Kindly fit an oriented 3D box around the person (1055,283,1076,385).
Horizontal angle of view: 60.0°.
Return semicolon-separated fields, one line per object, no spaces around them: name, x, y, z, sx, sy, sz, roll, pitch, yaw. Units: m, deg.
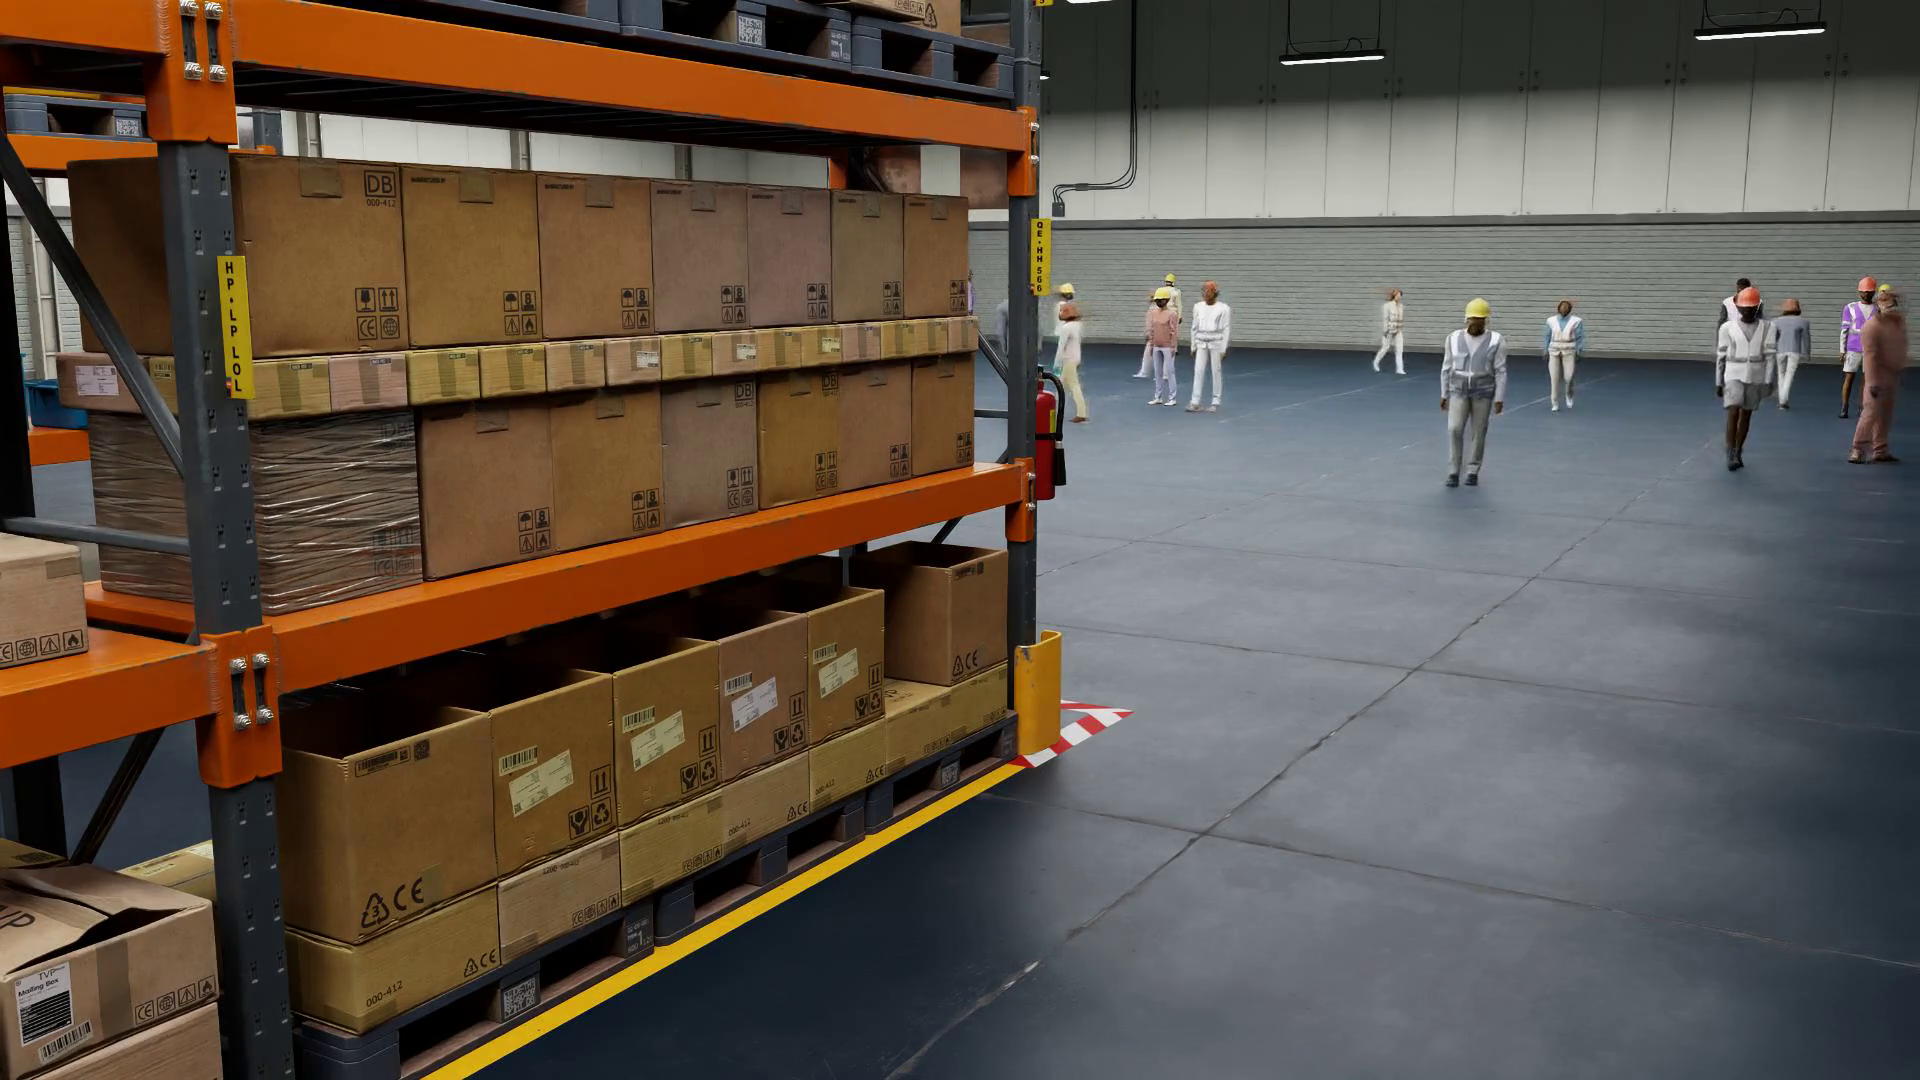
person;1.837;-3.535;28.644;0.364;1.754;0.544;1;10;4

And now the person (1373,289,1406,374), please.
person;8.217;-3.975;31.663;0.520;1.615;0.745;-4;11;-23

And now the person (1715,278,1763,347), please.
person;12.216;-3.160;26.138;0.598;1.875;0.878;9;13;42

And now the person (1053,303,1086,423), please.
person;1.360;-2.367;22.265;0.801;1.592;0.523;4;11;23

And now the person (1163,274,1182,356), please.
person;4.660;-5.000;37.022;0.599;1.830;0.403;4;10;22

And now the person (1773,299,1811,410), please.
person;12.169;-2.717;24.346;0.510;1.597;0.828;9;13;43

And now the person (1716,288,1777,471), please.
person;8.186;-1.663;17.315;0.548;1.890;0.931;3;10;15

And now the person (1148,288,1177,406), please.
person;3.022;-2.880;24.840;0.348;1.758;0.521;-8;13;-39

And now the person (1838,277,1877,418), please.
person;12.364;-2.620;22.781;0.553;1.935;0.364;4;10;21

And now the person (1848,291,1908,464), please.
person;9.944;-1.737;17.856;0.728;1.863;0.396;-6;11;-32

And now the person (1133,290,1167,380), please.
person;3.406;-3.671;29.869;0.755;1.614;0.537;3;10;14

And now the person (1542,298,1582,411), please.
person;8.651;-2.660;23.913;0.528;1.625;0.357;5;11;26

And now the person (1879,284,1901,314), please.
person;15.370;-3.380;27.759;0.523;1.761;0.333;5;11;25

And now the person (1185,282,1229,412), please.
person;3.505;-2.729;23.697;0.626;1.847;0.828;6;11;31

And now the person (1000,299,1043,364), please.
person;0.912;-2.849;24.163;0.663;1.918;0.594;3;10;17

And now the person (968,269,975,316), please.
person;0.189;-5.783;41.396;0.403;1.904;0.651;-4;10;-20

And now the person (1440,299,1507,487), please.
person;4.908;-1.395;15.978;0.627;1.804;0.759;4;11;24
